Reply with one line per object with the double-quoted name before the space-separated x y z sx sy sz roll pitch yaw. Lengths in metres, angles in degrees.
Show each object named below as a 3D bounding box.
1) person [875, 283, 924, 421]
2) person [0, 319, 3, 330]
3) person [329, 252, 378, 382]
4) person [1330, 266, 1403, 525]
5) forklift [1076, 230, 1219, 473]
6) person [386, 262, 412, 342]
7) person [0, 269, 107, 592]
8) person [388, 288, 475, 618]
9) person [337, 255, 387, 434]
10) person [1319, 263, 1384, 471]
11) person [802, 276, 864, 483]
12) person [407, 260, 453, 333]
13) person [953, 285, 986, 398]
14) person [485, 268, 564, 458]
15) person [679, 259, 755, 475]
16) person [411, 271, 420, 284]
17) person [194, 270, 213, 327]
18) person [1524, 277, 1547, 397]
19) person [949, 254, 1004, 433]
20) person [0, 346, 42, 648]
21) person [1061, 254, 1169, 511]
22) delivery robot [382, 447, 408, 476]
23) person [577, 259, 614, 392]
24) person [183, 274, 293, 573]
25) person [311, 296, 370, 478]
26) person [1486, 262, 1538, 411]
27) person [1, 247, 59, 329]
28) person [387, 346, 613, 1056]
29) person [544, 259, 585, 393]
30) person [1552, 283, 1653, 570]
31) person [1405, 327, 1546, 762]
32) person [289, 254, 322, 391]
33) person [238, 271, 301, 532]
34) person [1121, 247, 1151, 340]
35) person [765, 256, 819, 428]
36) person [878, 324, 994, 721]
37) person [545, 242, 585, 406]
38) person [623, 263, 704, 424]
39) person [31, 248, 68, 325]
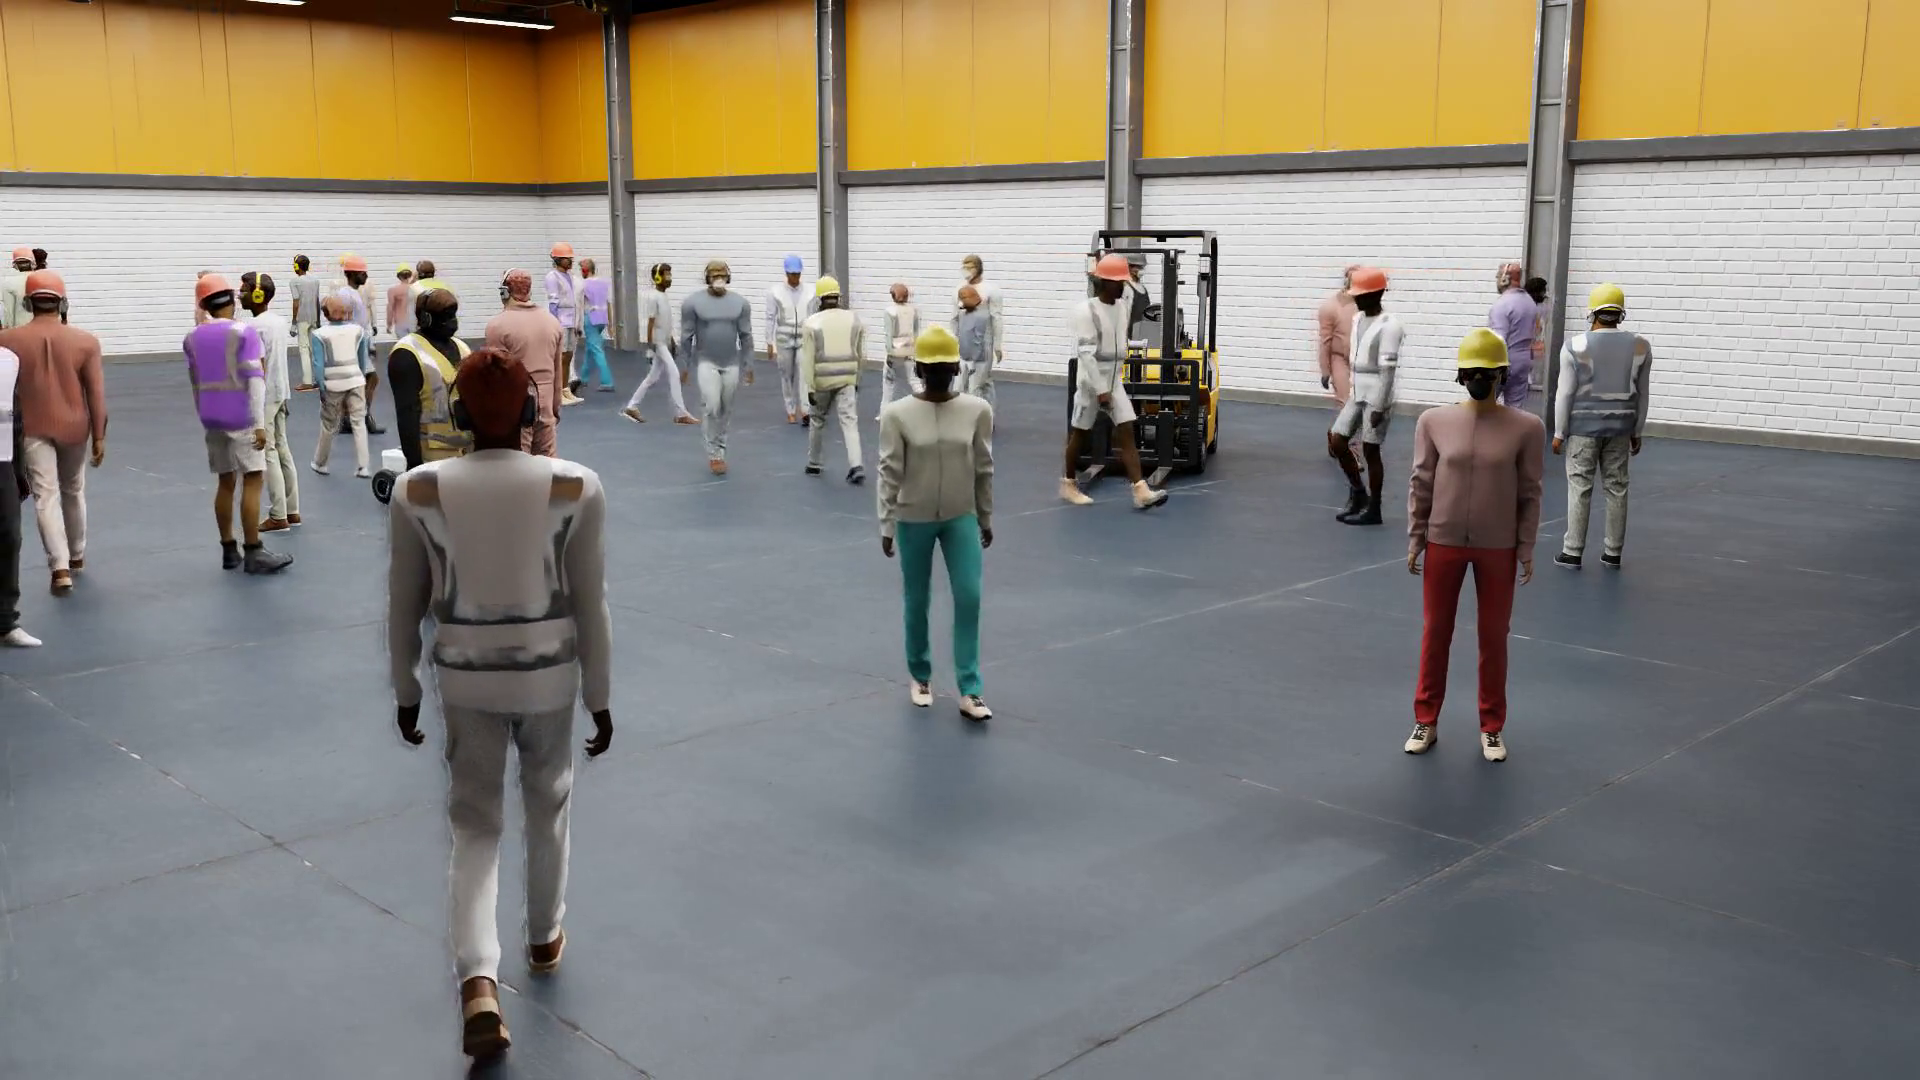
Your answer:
"person" -0.626 -2.116 18.898 0.518 1.601 0.851 -9 13 -39
"person" -8.993 -1.652 15.462 0.995 1.940 0.657 -7 12 -33
"person" -8.360 -3.012 22.958 0.616 1.903 0.572 -4 11 -22
"person" 2.965 -1.030 12.125 0.483 1.906 0.581 -4 11 -22
"forklift" 1.804 -1.825 15.677 1.214 2.155 2.313 2 11 13
"person" -7.907 -3.074 23.695 0.536 1.753 0.405 -9 14 -41
"person" -5.532 -0.675 10.145 0.603 1.941 1.065 -7 13 -34
"person" -2.914 -0.494 9.380 0.429 1.842 0.630 3 11 18
"person" -6.413 -2.082 17.833 0.664 1.913 0.542 -2 11 -12
"person" 3.603 -1.609 15.367 0.650 1.881 0.817 -3 11 -16
"person" -1.090 -1.391 14.438 0.590 1.791 0.931 -4 11 -22
"person" -6.757 -2.663 21.275 0.518 1.829 0.626 10 14 43
"person" 0.134 -1.869 17.499 0.409 1.615 0.498 -7 13 -35
"person" -3.024 -0.910 11.472 0.401 1.906 0.650 7 12 32
"person" -2.135 -1.532 14.837 0.661 1.911 0.740 -5 11 -24
"person" -8.087 -3.229 24.885 0.545 1.612 0.355 -2 11 -12
"person" -11.063 -3.163 24.523 0.513 1.619 0.540 4 11 20
"person" 6.029 -1.928 17.619 0.318 1.691 0.535 3 11 18
"person" 0.167 -2.102 17.894 0.646 1.938 0.396 7 12 33
"person" -5.146 -0.374 8.601 0.684 1.895 0.598 5 11 25
"person" 1.143 -1.196 12.826 0.628 1.980 1.086 -9 13 -39
"delivery robot" -4.254 -0.607 13.252 0.707 0.478 0.477 6 12 28
"person" -5.131 -2.933 22.796 0.960 1.790 0.568 5 12 25
"person" -4.613 -0.745 10.636 0.722 1.885 0.472 4 11 19
"person" -5.499 -1.352 14.726 0.517 1.601 0.746 -9 14 -42
"person" 4.899 -1.570 15.120 0.664 1.882 0.646 -9 14 -39
"person" -11.053 -2.482 19.810 0.392 1.991 0.612 10 14 43
"person" -1.235 0.409 4.473 0.592 1.849 0.925 -2 11 -11
"person" -5.227 -2.836 22.020 0.629 1.897 0.659 8 13 36
"person" 4.076 -0.717 10.623 0.597 1.832 0.404 0 10 -2
"person" 2.086 0.022 6.777 0.524 1.769 0.308 4 11 19
"person" -9.030 -2.993 22.931 0.319 1.871 0.532 5 11 24
"person" -5.015 -0.992 12.012 0.315 1.873 0.532 0 10 2
"person" 1.851 -2.325 18.824 0.742 2.000 0.683 6 12 31
"person" -1.851 -2.200 18.529 0.648 1.890 1.006 -2 11 -10
"person" -0.082 -0.065 7.321 0.543 1.737 0.772 -2 11 -11
"person" -4.950 -2.705 20.887 0.376 2.042 0.615 2 11 9
"person" -3.416 -2.217 18.823 0.951 1.833 0.533 1 10 5
"person" -12.134 -2.874 22.022 0.614 1.962 0.366 -2 11 -10
